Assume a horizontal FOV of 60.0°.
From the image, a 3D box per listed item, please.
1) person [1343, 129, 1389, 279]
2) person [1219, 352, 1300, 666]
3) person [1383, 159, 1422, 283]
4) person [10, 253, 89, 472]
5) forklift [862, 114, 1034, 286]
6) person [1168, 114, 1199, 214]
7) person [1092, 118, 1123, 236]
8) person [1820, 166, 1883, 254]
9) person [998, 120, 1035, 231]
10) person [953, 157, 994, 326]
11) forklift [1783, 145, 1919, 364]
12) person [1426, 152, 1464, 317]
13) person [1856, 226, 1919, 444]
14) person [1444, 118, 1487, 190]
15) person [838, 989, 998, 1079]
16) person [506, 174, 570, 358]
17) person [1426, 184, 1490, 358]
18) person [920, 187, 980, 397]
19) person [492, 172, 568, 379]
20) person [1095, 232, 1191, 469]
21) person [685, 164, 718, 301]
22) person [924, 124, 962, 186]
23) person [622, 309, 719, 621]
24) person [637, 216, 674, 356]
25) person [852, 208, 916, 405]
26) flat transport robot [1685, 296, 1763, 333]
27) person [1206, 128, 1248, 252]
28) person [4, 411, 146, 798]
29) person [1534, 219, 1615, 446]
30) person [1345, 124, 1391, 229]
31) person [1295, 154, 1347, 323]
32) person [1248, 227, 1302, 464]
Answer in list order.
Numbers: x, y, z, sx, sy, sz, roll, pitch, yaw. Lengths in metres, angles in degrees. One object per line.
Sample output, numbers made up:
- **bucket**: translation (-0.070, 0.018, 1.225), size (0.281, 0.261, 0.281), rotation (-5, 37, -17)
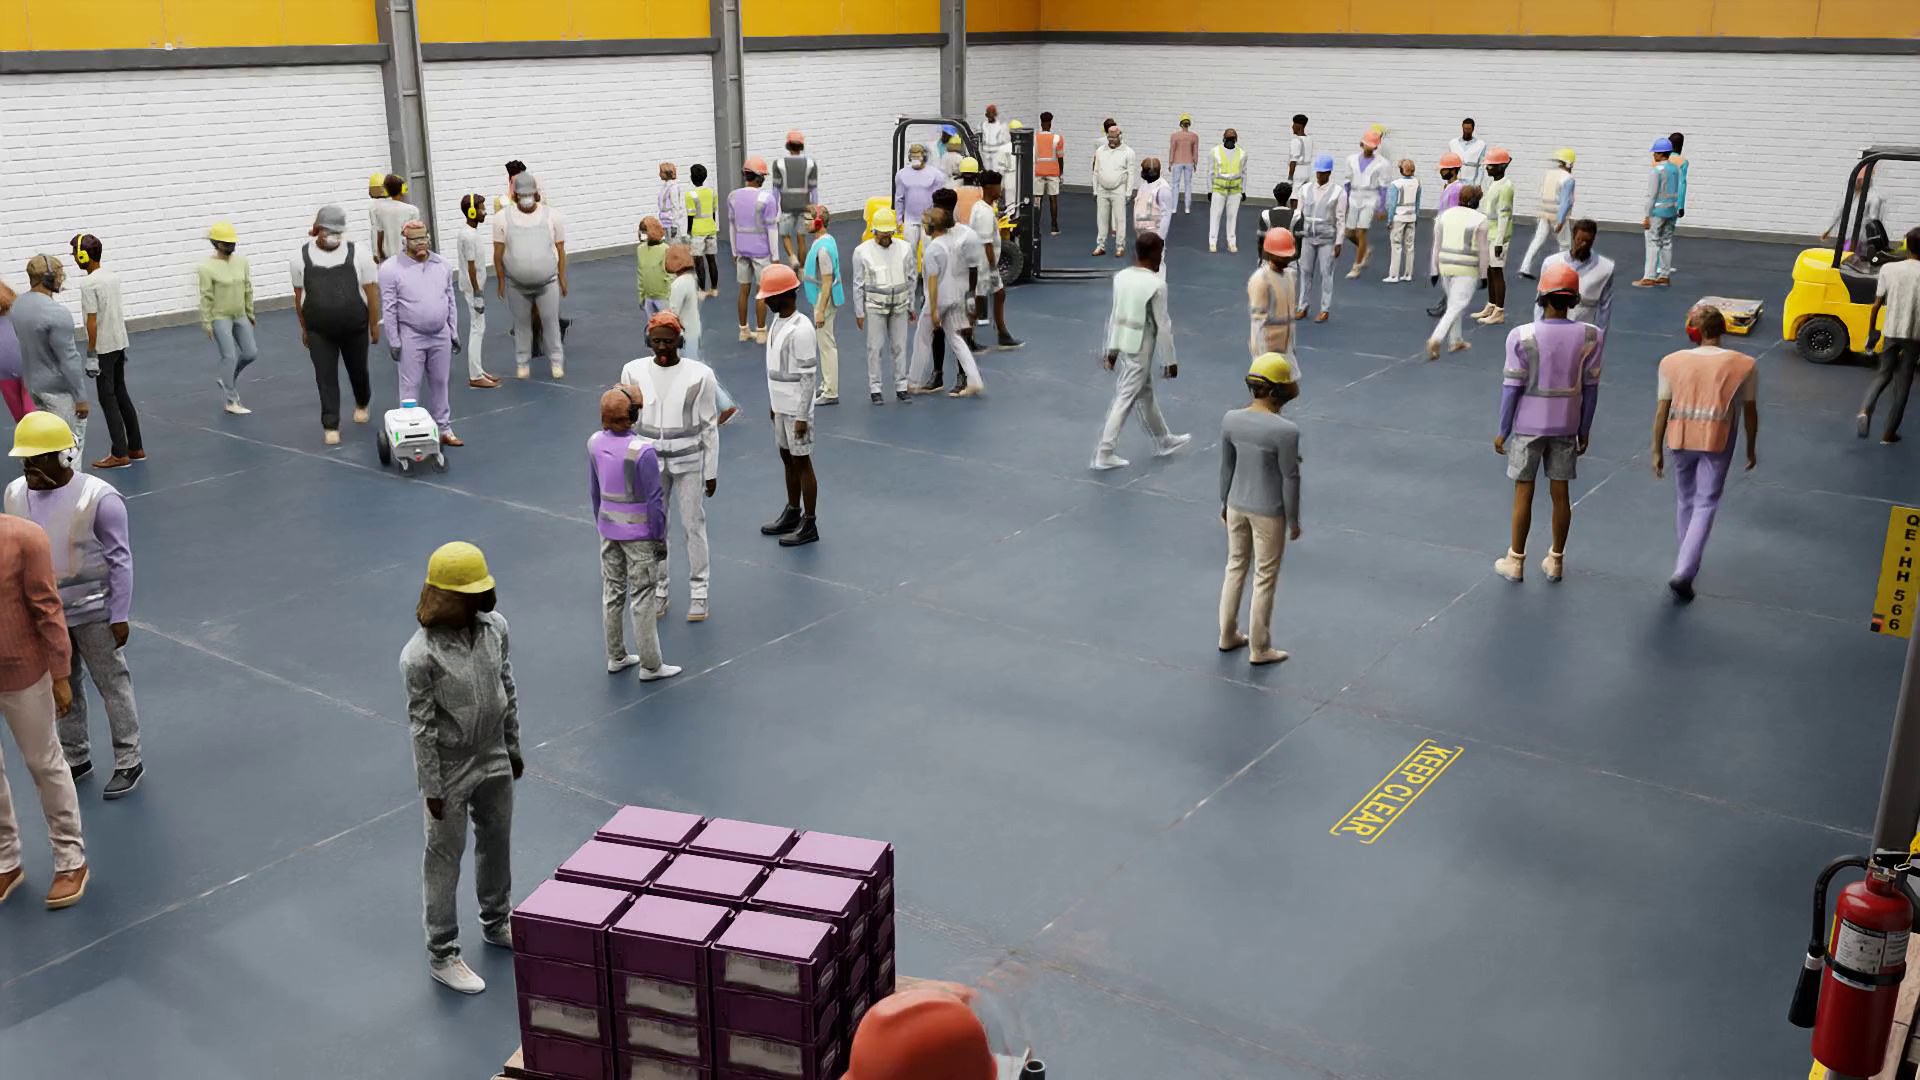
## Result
- **person**: translation (5.506, -4.579, 22.615), size (0.625, 2.022, 0.653), rotation (14, 22, 37)
- **person**: translation (1.664, -0.170, 9.253), size (0.322, 1.761, 0.530), rotation (-15, 23, -39)
- **person**: translation (5.916, -4.256, 22.219), size (0.524, 1.639, 0.306), rotation (-9, 20, -25)
- **person**: translation (-6.363, -1.051, 11.737), size (0.636, 1.928, 0.387), rotation (12, 21, 33)
- **forklift**: translation (-0.171, -4.594, 22.377), size (2.313, 2.155, 1.214), rotation (1, 18, 3)
- **person**: translation (3.990, -6.729, 29.768), size (0.532, 1.756, 0.342), rotation (-2, 18, -8)
- **person**: translation (2.391, -5.848, 26.835), size (0.533, 1.864, 0.311), rotation (4, 18, 13)
- **person**: translation (11.115, -3.818, 20.779), size (0.949, 1.683, 0.550), rotation (-4, 18, -13)
- **person**: translation (0.853, -5.449, 25.503), size (0.589, 1.918, 0.402), rotation (-5, 19, -17)
- **person**: translation (0.105, -3.420, 19.136), size (0.584, 1.928, 0.374), rotation (-1, 18, -2)
- **forklift**: translation (9.803, -2.879, 17.013), size (2.313, 2.155, 1.214), rotation (12, 21, 33)
- **person**: translation (5.788, -3.627, 19.785), size (0.389, 1.930, 0.544), rotation (3, 18, 9)
- **person**: translation (7.835, -1.685, 13.832), size (0.551, 1.856, 0.516), rotation (-15, 23, -39)
- **person**: translation (7.881, -5.619, 26.027), size (0.587, 1.920, 0.390), rotation (8, 20, 24)
- **person**: translation (0.051, 1.677, 3.239), size (0.722, 1.913, 0.544), rotation (-12, 21, -32)
- **person**: translation (-4.449, -2.888, 17.498), size (0.553, 1.915, 0.670), rotation (16, 24, 41)
- **person**: translation (5.220, -2.823, 17.469), size (0.891, 1.804, 0.631), rotation (-13, 22, -36)
- **person**: translation (-0.118, -2.330, 15.667), size (0.614, 1.962, 0.362), rotation (10, 20, 29)
- **person**: translation (-4.219, -2.587, 16.350), size (0.699, 2.000, 0.602), rotation (-4, 18, -12)
- **person**: translation (1.491, -1.515, 13.283), size (1.016, 1.861, 0.620), rotation (-9, 20, -27)
- **person**: translation (-3.245, -3.850, 20.857), size (0.317, 1.696, 0.539), rotation (11, 21, 31)
- **person**: translation (-0.306, -5.508, 25.729), size (0.673, 1.890, 0.569), rotation (1, 18, 4)
- **person**: translation (-1.714, -0.438, 9.892), size (0.576, 1.880, 0.359), rotation (2, 18, 6)
- **person**: translation (-2.967, -2.361, 16.319), size (0.500, 1.623, 0.305), rotation (14, 22, 36)
- **person**: translation (-0.691, -2.150, 15.352), size (0.603, 1.816, 0.403), rotation (-7, 19, -21)
- **flat transport robot**: translation (8.922, -2.640, 19.373), size (0.652, 0.197, 1.431), rotation (10, 20, 29)
- **person**: translation (4.014, -5.251, 25.014), size (0.621, 1.838, 0.429), rotation (-2, 18, -5)
- **person**: translation (-4.086, 0.304, 7.641), size (0.588, 1.833, 0.404), rotation (2, 18, 8)
- **person**: translation (5.106, -1.727, 13.924), size (0.591, 1.869, 0.976), rotation (7, 19, 20)
- **person**: translation (6.932, -6.000, 27.540), size (0.896, 1.727, 0.538), rotation (9, 20, 26)
- **person**: translation (4.192, -3.512, 19.416), size (0.609, 1.942, 0.408), rotation (12, 22, 34)
- **person**: translation (2.547, -1.564, 13.376), size (0.585, 1.908, 0.530), rotation (-16, 24, -41)
